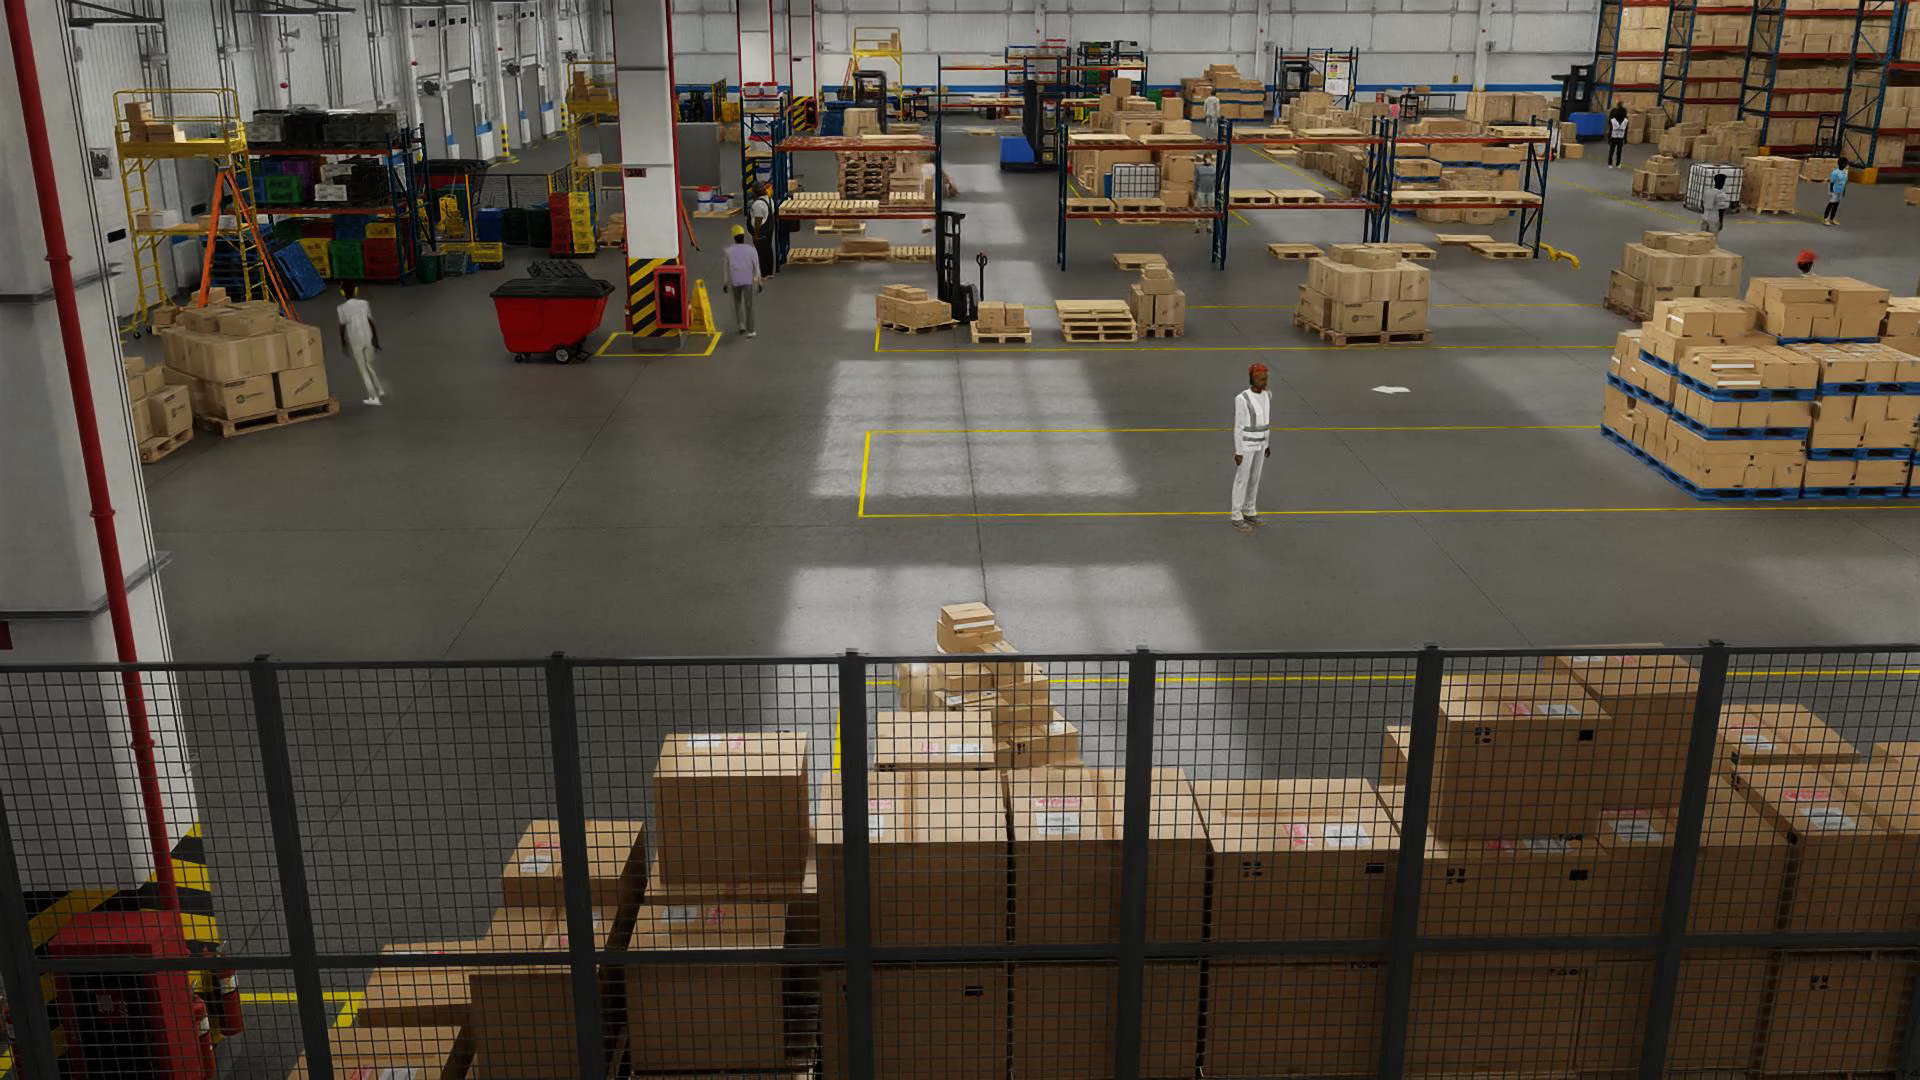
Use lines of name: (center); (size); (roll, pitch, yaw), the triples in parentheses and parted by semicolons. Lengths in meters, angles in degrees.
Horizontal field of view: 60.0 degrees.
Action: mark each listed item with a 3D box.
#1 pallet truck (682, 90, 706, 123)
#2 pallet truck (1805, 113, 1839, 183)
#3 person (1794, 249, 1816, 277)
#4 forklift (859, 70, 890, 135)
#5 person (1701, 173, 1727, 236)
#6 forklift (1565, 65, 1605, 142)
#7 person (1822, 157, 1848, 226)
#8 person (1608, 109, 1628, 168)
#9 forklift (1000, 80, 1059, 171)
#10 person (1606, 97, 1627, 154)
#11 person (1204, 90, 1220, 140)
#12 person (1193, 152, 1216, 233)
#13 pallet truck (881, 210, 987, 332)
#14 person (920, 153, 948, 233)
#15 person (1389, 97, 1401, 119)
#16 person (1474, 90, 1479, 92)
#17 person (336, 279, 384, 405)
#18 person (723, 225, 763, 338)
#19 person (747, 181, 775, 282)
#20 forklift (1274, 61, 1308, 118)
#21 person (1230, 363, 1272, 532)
pallet truck: (-9.671, -15.907, 62.421); (0.823, 1.965, 1.885); (5, 19, 15)
pallet truck: (26.403, -11.957, 50.702); (0.823, 1.965, 1.885); (6, 19, 16)
person: (13.245, -3.603, 26.055); (0.808, 1.918, 0.548); (7, 20, 21)
forklift: (-3.114, -15.259, 59.139); (1.129, 2.768, 1.873); (2, 19, 5)
person: (16.156, -6.876, 35.700); (0.378, 1.958, 0.606); (-5, 19, -14)
forklift: (23.458, -16.564, 63.011); (1.129, 2.768, 1.873); (-9, 21, -25)
person: (21.876, -8.694, 41.499); (0.533, 1.690, 0.321); (-9, 21, -26)
person: (21.407, -13.078, 54.168); (0.593, 1.912, 0.387); (1, 19, 4)
forklift: (2.239, -13.269, 53.236); (1.873, 2.768, 1.129); (-1, 19, -2)
person: (23.177, -14.616, 58.636); (0.608, 1.970, 0.899); (-5, 19, -13)
person: (9.553, -16.108, 63.112); (0.629, 1.936, 0.371); (15, 23, 37)
person: (5.942, -8.396, 40.228); (0.636, 1.939, 0.364); (-1, 19, -2)
pallet truck: (-0.493, -4.759, 29.349); (1.885, 1.965, 0.823); (-13, 23, -34)
person: (-0.617, -8.456, 40.491); (1.022, 1.880, 0.654); (-17, 25, -41)
person: (15.660, -15.139, 60.400); (0.629, 1.837, 0.429); (-9, 20, -24)
person: (19.549, -16.105, 63.154); (0.553, 1.914, 0.827); (11, 21, 29)
person: (-8.625, -2.823, 23.853); (0.450, 1.836, 0.520); (12, 22, 32)
person: (-3.723, -4.442, 28.545); (0.680, 1.902, 0.549); (-1, 19, -2)
person: (-4.072, -6.284, 33.808); (0.535, 2.000, 0.674); (7, 20, 19)
forklift: (13.221, -17.590, 66.052); (1.129, 2.768, 1.873); (-1, 19, -1)
person: (3.249, -1.037, 18.482); (0.584, 1.882, 0.337); (-17, 25, -42)
